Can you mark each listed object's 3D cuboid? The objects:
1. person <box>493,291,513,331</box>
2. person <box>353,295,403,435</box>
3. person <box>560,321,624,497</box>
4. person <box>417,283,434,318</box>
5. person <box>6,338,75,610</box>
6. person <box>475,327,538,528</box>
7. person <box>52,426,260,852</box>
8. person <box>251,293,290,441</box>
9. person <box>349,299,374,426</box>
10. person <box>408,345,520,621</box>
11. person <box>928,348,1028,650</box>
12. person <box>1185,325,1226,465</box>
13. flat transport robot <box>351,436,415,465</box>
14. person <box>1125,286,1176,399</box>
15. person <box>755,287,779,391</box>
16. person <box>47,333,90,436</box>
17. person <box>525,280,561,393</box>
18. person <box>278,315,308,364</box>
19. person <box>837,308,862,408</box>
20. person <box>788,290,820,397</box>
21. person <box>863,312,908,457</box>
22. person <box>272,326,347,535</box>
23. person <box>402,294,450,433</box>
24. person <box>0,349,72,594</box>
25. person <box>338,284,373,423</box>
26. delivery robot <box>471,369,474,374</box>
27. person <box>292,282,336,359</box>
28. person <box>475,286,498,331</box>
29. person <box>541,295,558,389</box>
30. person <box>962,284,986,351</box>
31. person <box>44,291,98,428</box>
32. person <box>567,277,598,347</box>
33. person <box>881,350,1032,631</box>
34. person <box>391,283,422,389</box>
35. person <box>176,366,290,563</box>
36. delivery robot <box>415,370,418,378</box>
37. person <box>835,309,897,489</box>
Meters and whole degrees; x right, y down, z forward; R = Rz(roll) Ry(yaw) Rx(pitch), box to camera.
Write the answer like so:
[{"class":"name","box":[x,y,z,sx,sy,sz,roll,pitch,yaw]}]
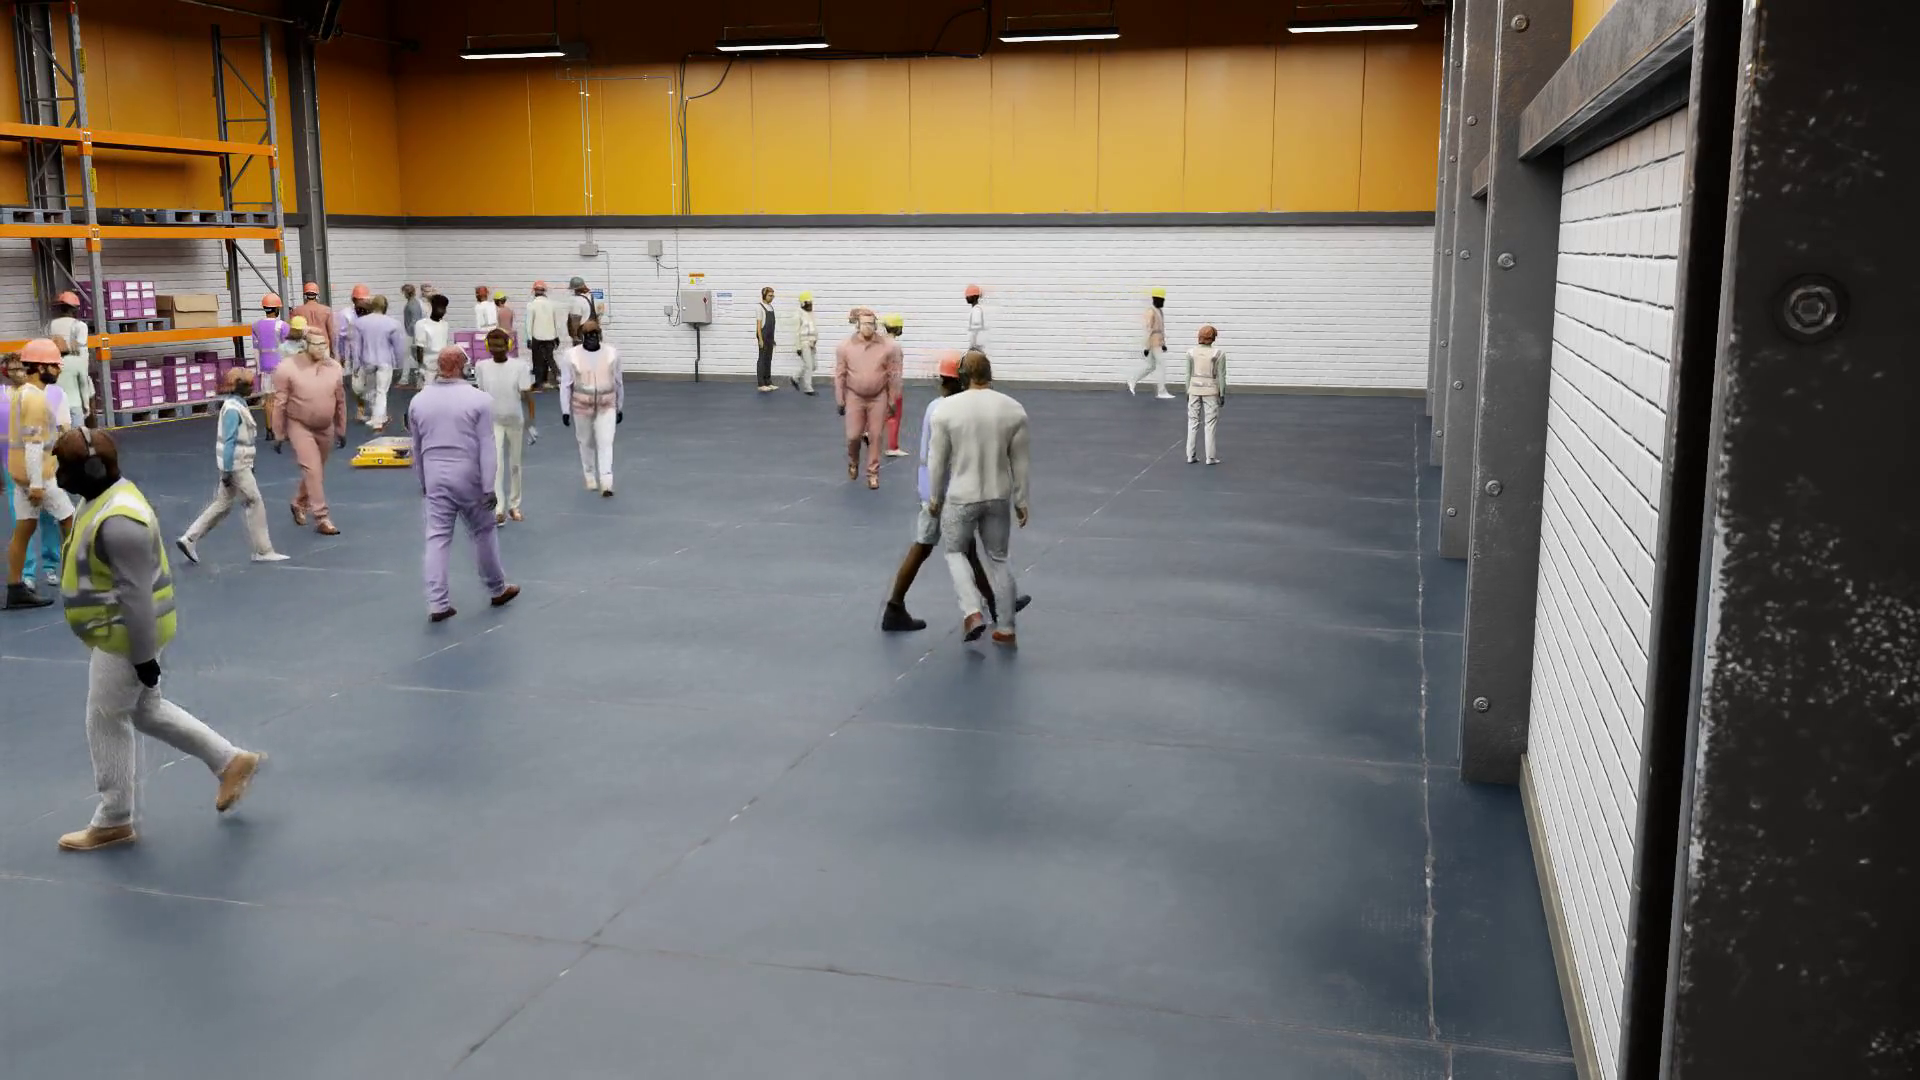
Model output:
[{"class":"person","box":[-8.384,-3.654,30.285,0.742,1.744,0.531,6,12,32]},{"class":"person","box":[-7.929,-2.405,22.820,0.635,1.882,1.022,0,10,1]},{"class":"person","box":[-3.784,-1.354,17.133,0.649,1.788,0.979,-3,10,-16]},{"class":"person","box":[-9.748,-3.735,30.357,0.438,1.882,0.657,1,10,8]},{"class":"person","box":[-6.405,-0.471,11.801,0.888,1.896,0.543,-8,13,-38]},{"class":"person","box":[-4.124,-1.021,15.169,0.553,1.811,0.963,-2,10,-11]},{"class":"person","box":[-3.487,0.399,7.142,0.763,1.814,0.626,-6,11,-29]},{"class":"person","box":[-8.994,-2.265,21.868,0.544,1.939,0.354,2,10,9]},{"class":"person","box":[-8.455,-2.539,23.779,0.664,1.813,0.481,5,11,24]},{"class":"person","box":[-3.462,-0.414,11.591,0.670,1.860,0.936,2,10,10]},{"class":"person","box":[0.117,-0.253,10.532,0.642,1.916,0.454,-3,10,-17]},{"class":"person","box":[2.874,-1.697,19.528,0.509,1.629,0.316,6,11,29]},{"class":"flat transport robot","box":[-6.731,-1.072,19.827,0.652,0.197,1.431,-1,10,-5]},{"class":"person","box":[3.218,-3.332,28.031,0.833,1.897,0.589,3,11,17]},{"class":"person","box":[-3.421,-3.555,29.442,0.345,1.843,0.504,4,11,22]},{"class":"person","box":[-9.732,-1.437,18.093,0.509,1.611,0.627,-7,12,-35]},{"class":"person","box":[-7.256,-3.547,29.041,0.661,1.965,0.611,-8,13,-37]},{"class":"person","box":[-7.941,-1.838,20.056,0.481,1.731,0.403,-5,11,-27]},{"class":"person","box":[-1.559,-2.822,25.989,0.863,1.592,0.507,5,11,27]},{"class":"person","box":[-2.657,-3.338,28.288,0.565,1.811,0.606,4,11,23]},{"class":"person","box":[-0.867,-1.874,20.168,0.468,1.759,0.535,-6,12,-30]},{"class":"person","box":[-5.869,-1.003,14.958,0.923,1.860,0.663,8,13,37]},{"class":"person","box":[-7.216,-2.377,22.585,0.925,1.921,0.644,6,12,31]},{"class":"person","box":[-6.818,-0.497,12.257,0.578,1.797,0.922,-6,12,-31]},{"class":"person","box":[-8.572,-2.671,23.973,0.620,2.001,0.837,-10,14,-44]},{"class":"delivery robot","box":[-8.367,-2.885,29.028,0.707,0.478,0.477,-6,12,-31]},{"class":"person","box":[-10.035,-3.002,25.881,0.619,1.994,0.381,-5,11,-25]},{"class":"person","box":[-8.358,-3.585,29.568,0.469,1.865,0.629,5,11,25]},{"class":"person","box":[-7.450,-3.540,29.798,0.543,1.687,0.360,7,12,36]},{"class":"person","box":[0.252,-3.305,27.808,0.442,1.915,0.570,0,10,2]},{"class":"person","box":[-11.378,-2.168,21.211,0.612,1.990,1.052,2,10,9]},{"class":"person","box":[-6.720,-3.699,29.696,0.535,2.000,0.844,3,10,17]},{"class":"person","box":[-0.049,-0.318,11.013,1.041,1.867,0.541,0,10,-3]},{"class":"person","box":[-9.750,-3.660,29.861,0.935,1.902,0.642,-3,10,-16]},{"class":"person","box":[-5.899,-0.594,13.360,0.787,1.609,0.527,-4,11,-22]},{"class":"delivery robot","box":[-9.043,-2.837,28.756,0.707,0.478,0.477,-5,11,-27]},{"class":"person","box":[-0.991,-1.495,17.636,0.647,1.896,0.527,-1,10,-7]}]
